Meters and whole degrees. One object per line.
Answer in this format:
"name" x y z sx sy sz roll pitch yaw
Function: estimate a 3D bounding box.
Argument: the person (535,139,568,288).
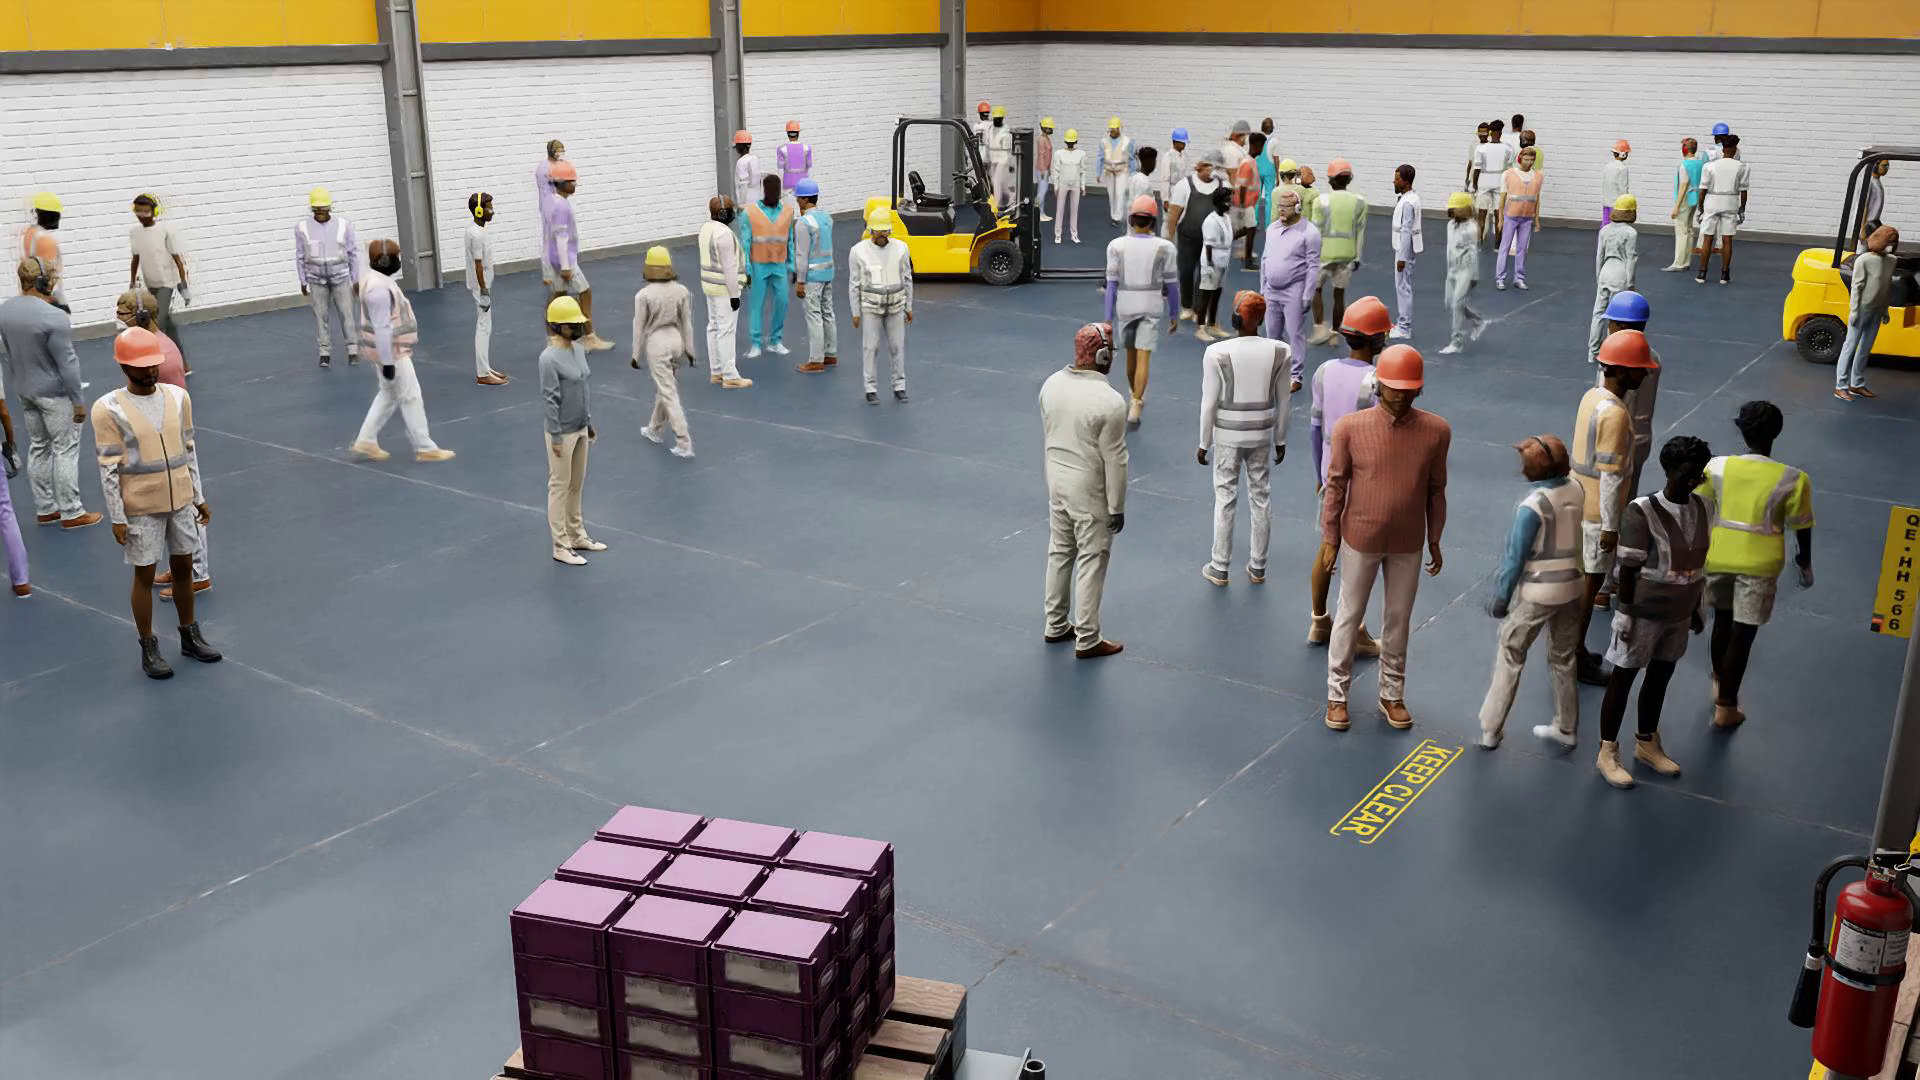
"person" -5.322 -4.288 21.871 0.389 1.925 0.624 5 18 16

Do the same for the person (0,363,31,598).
"person" -6.045 -0.517 10.171 0.516 1.861 0.325 -12 21 -33

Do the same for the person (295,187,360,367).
"person" -6.445 -2.681 17.000 0.598 1.822 0.404 -5 18 -14

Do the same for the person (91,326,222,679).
"person" -4.362 -0.208 9.074 0.374 1.935 0.552 12 21 33

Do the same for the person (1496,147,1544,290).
"person" 7.273 -4.182 21.662 0.563 1.840 0.388 -2 18 -6

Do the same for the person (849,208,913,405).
"person" -0.726 -2.155 15.367 0.601 1.817 0.403 -6 19 -18

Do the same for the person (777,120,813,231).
"person" -2.515 -5.398 25.310 0.549 1.933 0.373 -5 18 -16

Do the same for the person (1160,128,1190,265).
"person" 3.082 -4.906 23.780 0.422 1.937 0.615 14 23 37

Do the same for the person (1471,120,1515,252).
"person" 8.008 -5.322 25.037 0.602 1.958 0.381 3 18 11

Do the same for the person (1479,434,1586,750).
"person" 2.860 0.265 8.130 0.539 1.616 0.353 -11 21 -31

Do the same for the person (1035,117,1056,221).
"person" 1.474 -6.397 28.727 0.337 1.756 0.520 5 18 14

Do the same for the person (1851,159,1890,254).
"person" 11.275 -3.866 20.664 0.345 1.846 0.507 13 22 36

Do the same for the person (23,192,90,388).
"person" -8.686 -2.343 15.819 0.591 1.893 0.617 -13 22 -36

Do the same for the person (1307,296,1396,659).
"person" 2.214 -0.342 9.315 0.370 2.048 0.608 -11 21 -30

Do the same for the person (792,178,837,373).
"person" -1.480 -2.659 16.751 0.424 1.938 0.603 7 19 20

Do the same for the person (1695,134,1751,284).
"person" 10.154 -4.414 22.184 0.614 1.962 0.362 7 19 21

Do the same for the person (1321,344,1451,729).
"person" 2.128 -0.003 8.343 0.623 1.990 0.397 -1 18 -2

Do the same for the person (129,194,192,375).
"person" -7.892 -2.437 16.207 0.571 1.830 0.835 5 18 16

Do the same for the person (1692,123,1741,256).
"person" 11.199 -5.187 24.650 0.604 1.939 0.416 -2 18 -7

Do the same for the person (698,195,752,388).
"person" -2.277 -2.402 16.091 0.430 1.845 0.619 -9 20 -27

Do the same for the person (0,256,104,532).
"person" -6.351 -1.008 11.599 0.635 1.928 0.381 8 19 22

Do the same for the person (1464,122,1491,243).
"person" 8.153 -5.592 26.047 0.505 1.862 0.328 12 21 33

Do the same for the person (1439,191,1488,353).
"person" 5.387 -2.848 17.693 0.629 1.722 0.492 -5 19 -16

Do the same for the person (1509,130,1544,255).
"person" 8.391 -5.172 24.783 0.638 1.830 0.429 -16 24 -41

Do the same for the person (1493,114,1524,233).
"person" 8.950 -5.941 27.041 0.596 1.914 0.373 16 24 41

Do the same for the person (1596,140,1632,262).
"person" 9.415 -4.851 23.887 0.320 1.755 0.563 -3 18 -8

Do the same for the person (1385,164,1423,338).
"person" 4.945 -3.197 18.471 0.387 1.912 0.590 4 18 14

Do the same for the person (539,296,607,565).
"person" -2.564 -0.728 10.977 0.318 1.769 0.522 4 18 14

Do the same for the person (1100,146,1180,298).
"person" 2.298 -4.008 21.016 1.049 1.909 0.606 -1 18 -4

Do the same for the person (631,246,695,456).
"person" -2.464 -1.569 13.718 0.501 1.689 0.892 -15 23 -40

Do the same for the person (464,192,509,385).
"person" -4.629 -2.436 16.175 0.324 1.861 0.510 -6 19 -18

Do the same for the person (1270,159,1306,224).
"person" 4.057 -3.856 20.760 0.524 1.770 0.315 -9 20 -27

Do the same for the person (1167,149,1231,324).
"person" 2.772 -3.557 19.383 0.783 2.000 0.619 -2 18 -6

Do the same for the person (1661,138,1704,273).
"person" 10.079 -4.638 23.086 0.391 1.841 0.564 17 24 42

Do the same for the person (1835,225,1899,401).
"person" 8.516 -2.130 15.576 0.499 1.633 0.285 -7 19 -21

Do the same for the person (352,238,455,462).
"person" -4.572 -1.508 13.338 0.774 1.820 0.640 -6 19 -19

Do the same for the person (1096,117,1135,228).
"person" 2.585 -6.150 27.863 0.631 1.807 0.816 6 19 19

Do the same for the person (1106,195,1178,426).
"person" 1.604 -2.039 14.727 0.629 1.992 1.066 4 18 13

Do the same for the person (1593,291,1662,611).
"person" 3.988 -0.541 10.122 0.612 1.941 0.404 -17 24 -42

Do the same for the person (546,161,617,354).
"person" -4.021 -2.960 17.545 0.824 2.018 0.637 -7 19 -21

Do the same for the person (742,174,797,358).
"person" -2.062 -2.883 17.531 0.708 1.895 0.374 -9 20 -27

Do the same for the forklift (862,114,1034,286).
"forklift" -0.171 -4.594 22.377 2.313 2.155 1.214 1 18 3

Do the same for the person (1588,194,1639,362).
"person" 6.739 -2.664 17.071 0.299 1.745 0.483 -8 19 -24

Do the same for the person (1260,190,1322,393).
"person" 3.105 -2.370 15.886 0.409 1.908 0.647 -15 23 -39

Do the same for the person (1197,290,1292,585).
"person" 1.786 -0.636 10.498 0.584 1.884 0.349 -3 18 -8

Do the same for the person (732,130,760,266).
"person" -2.989 -4.729 23.214 0.356 1.936 0.551 5 18 14

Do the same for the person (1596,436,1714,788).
"person" 3.274 0.327 7.794 0.529 1.694 0.321 -7 19 -22

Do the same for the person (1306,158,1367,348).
"person" 4.017 -3.061 17.845 0.617 2.037 0.446 -1 18 -4

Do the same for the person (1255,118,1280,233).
"person" 4.983 -5.945 27.168 0.506 1.847 0.343 12 21 33

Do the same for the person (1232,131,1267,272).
"person" 3.922 -4.707 23.144 0.699 1.935 0.621 4 18 13

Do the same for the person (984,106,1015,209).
"person" 0.750 -6.805 29.756 0.727 1.904 0.587 -15 23 -38

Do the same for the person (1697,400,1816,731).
"person" 4.043 0.114 8.478 0.659 1.667 0.556 -17 24 -42

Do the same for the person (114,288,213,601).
"person" -4.925 -0.591 10.270 0.359 1.938 0.635 -12 21 -33

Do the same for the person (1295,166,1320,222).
"person" 4.392 -3.972 21.340 0.266 1.631 0.507 -11 21 -30

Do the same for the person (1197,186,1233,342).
"person" 2.821 -3.042 18.327 0.317 1.695 0.540 10 20 29

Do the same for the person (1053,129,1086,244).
"person" 1.714 -5.519 25.979 0.525 1.759 0.337 -3 18 -8

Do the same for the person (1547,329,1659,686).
"person" 3.476 -0.179 8.983 0.371 1.935 0.551 2 18 6

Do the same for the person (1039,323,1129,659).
"person" 0.725 -0.277 9.364 0.398 1.900 0.635 -13 22 -36

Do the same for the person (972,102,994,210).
"person" 0.447 -6.963 30.229 0.539 1.930 0.394 -13 22 -35

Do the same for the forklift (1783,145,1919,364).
"forklift" 9.803 -2.879 17.013 2.313 2.155 1.214 12 21 33
